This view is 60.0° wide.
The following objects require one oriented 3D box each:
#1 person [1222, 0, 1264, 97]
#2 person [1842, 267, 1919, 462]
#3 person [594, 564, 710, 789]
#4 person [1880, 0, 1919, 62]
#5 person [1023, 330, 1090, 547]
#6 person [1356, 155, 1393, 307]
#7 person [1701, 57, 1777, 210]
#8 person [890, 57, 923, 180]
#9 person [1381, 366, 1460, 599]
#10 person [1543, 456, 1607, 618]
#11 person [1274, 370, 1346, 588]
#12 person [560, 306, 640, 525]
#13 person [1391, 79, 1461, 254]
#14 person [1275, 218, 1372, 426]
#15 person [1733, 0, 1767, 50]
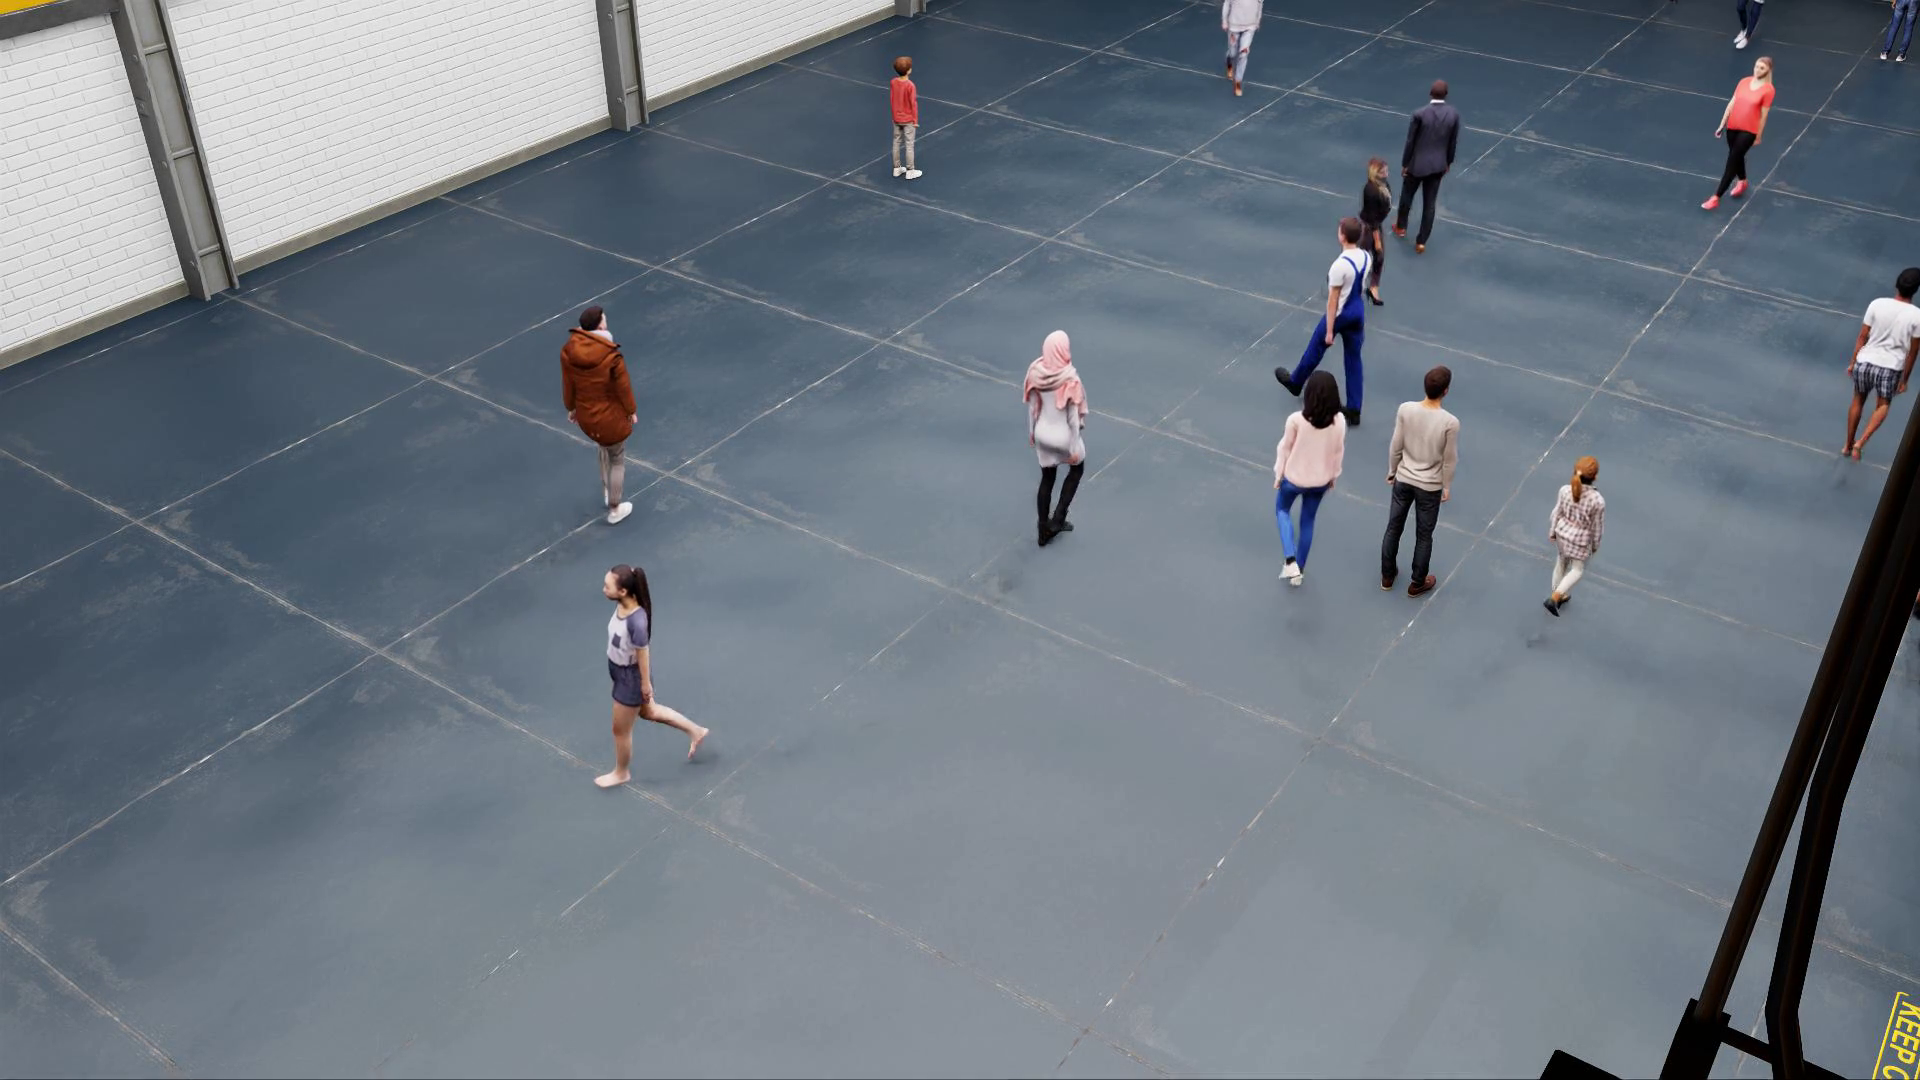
[{"bbox_3d":[3.678,-6.778,21.724,0.975,1.824,1.082,0,34,0],"label":"person"},{"bbox_3d":[7.579,-1.408,13.741,0.663,1.720,0.822,25,41,32],"label":"person"},{"bbox_3d":[-1.965,0.839,10.447,1.099,1.622,0.968,-11,35,-15],"label":"person"},{"bbox_3d":[13.088,-7.429,22.941,0.537,1.563,0.516,23,40,30],"label":"person"},{"bbox_3d":[0.685,-0.729,12.656,0.628,1.789,0.619,21,39,28],"label":"person"},{"bbox_3d":[3.930,-3.020,16.245,0.772,1.632,0.679,9,35,14],"label":"person"},{"bbox_3d":[8.764,-4.548,18.524,1.216,1.653,0.932,-18,37,-25],"label":"person"},{"bbox_3d":[-0.652,-4.896,19.264,0.514,1.416,0.472,23,40,30],"label":"person"},{"bbox_3d":[3.344,-0.424,12.128,0.643,1.867,0.559,23,40,30],"label":"person"},{"bbox_3d":[4.400,0.004,11.994,0.764,1.300,0.618,-27,42,-34],"label":"person"},{"bbox_3d":[2.542,-0.381,12.165,0.825,1.754,0.876,0,34,0],"label":"person"},{"bbox_3d":[-2.818,-0.929,12.928,0.795,1.821,0.819,12,36,18],"label":"person"},{"bbox_3d":[4.887,-3.866,17.367,0.993,1.798,1.100,1,34,2],"label":"person"},{"bbox_3d":[3.365,-1.840,14.312,1.200,1.807,1.002,-20,38,-27],"label":"person"},{"bbox_3d":[11.235,-7.812,23.329,0.670,1.771,0.680,-26,42,-34],"label":"person"}]
